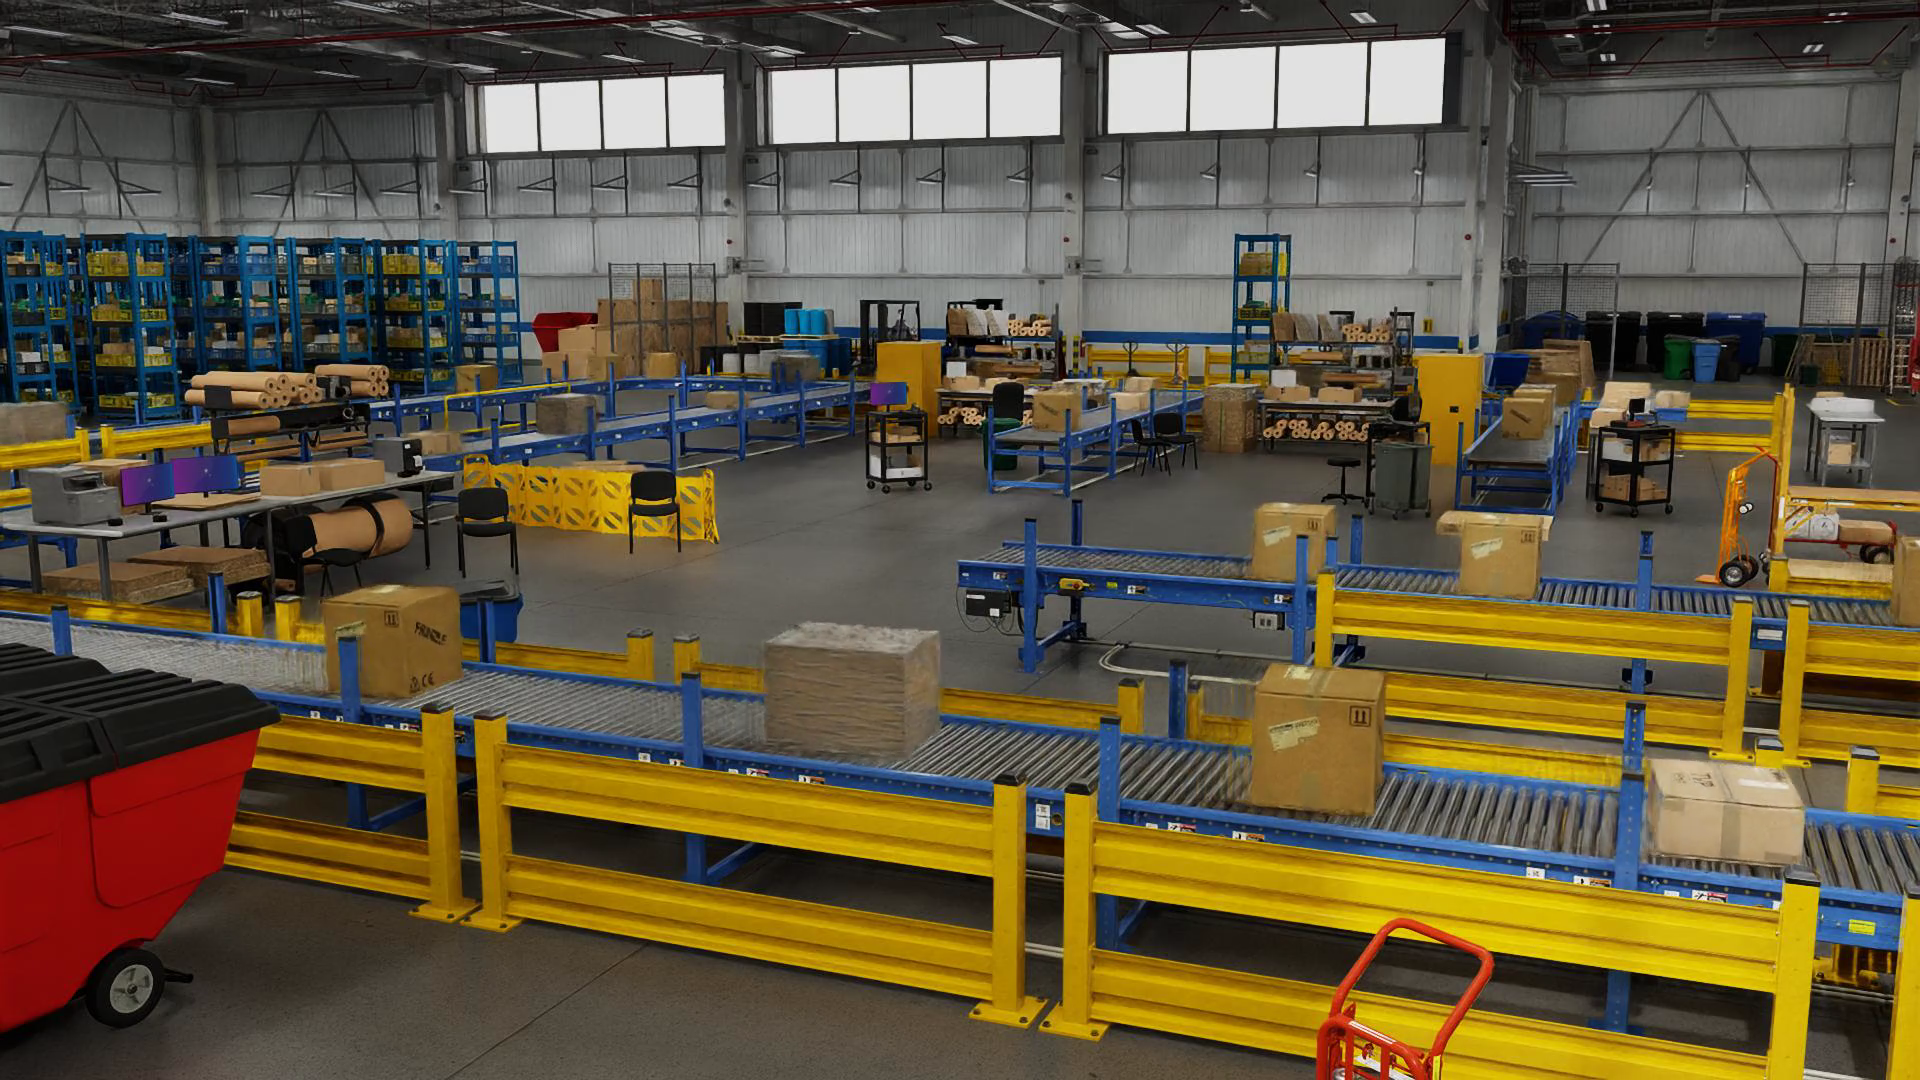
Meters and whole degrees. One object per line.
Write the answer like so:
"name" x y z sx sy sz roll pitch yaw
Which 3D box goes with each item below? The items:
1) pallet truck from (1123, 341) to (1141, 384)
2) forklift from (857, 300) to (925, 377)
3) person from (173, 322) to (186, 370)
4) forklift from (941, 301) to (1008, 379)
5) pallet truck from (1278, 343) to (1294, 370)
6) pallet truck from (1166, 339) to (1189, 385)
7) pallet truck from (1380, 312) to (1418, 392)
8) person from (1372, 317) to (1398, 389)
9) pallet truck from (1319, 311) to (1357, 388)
"pallet truck" 4.445 -4.380 41.279 0.680 1.201 1.601 4 10 22
"forklift" -1.732 -5.109 42.468 1.157 1.987 2.680 4 10 22
"person" -17.771 -4.077 37.712 0.520 1.798 0.608 9 13 44
"forklift" 0.365 -4.966 41.571 1.157 1.987 2.680 3 10 20
"pallet truck" 7.886 -4.163 39.743 0.653 1.274 1.630 4 10 22
"pallet truck" 5.418 -4.269 40.420 0.704 1.261 1.522 3 10 20
"pallet truck" 10.207 -4.283 38.369 0.823 1.965 1.885 3 10 20
"person" 9.572 -4.052 37.338 0.490 1.882 0.648 5 11 28
"pallet truck" 9.071 -4.419 39.190 0.823 1.965 1.885 5 10 26
